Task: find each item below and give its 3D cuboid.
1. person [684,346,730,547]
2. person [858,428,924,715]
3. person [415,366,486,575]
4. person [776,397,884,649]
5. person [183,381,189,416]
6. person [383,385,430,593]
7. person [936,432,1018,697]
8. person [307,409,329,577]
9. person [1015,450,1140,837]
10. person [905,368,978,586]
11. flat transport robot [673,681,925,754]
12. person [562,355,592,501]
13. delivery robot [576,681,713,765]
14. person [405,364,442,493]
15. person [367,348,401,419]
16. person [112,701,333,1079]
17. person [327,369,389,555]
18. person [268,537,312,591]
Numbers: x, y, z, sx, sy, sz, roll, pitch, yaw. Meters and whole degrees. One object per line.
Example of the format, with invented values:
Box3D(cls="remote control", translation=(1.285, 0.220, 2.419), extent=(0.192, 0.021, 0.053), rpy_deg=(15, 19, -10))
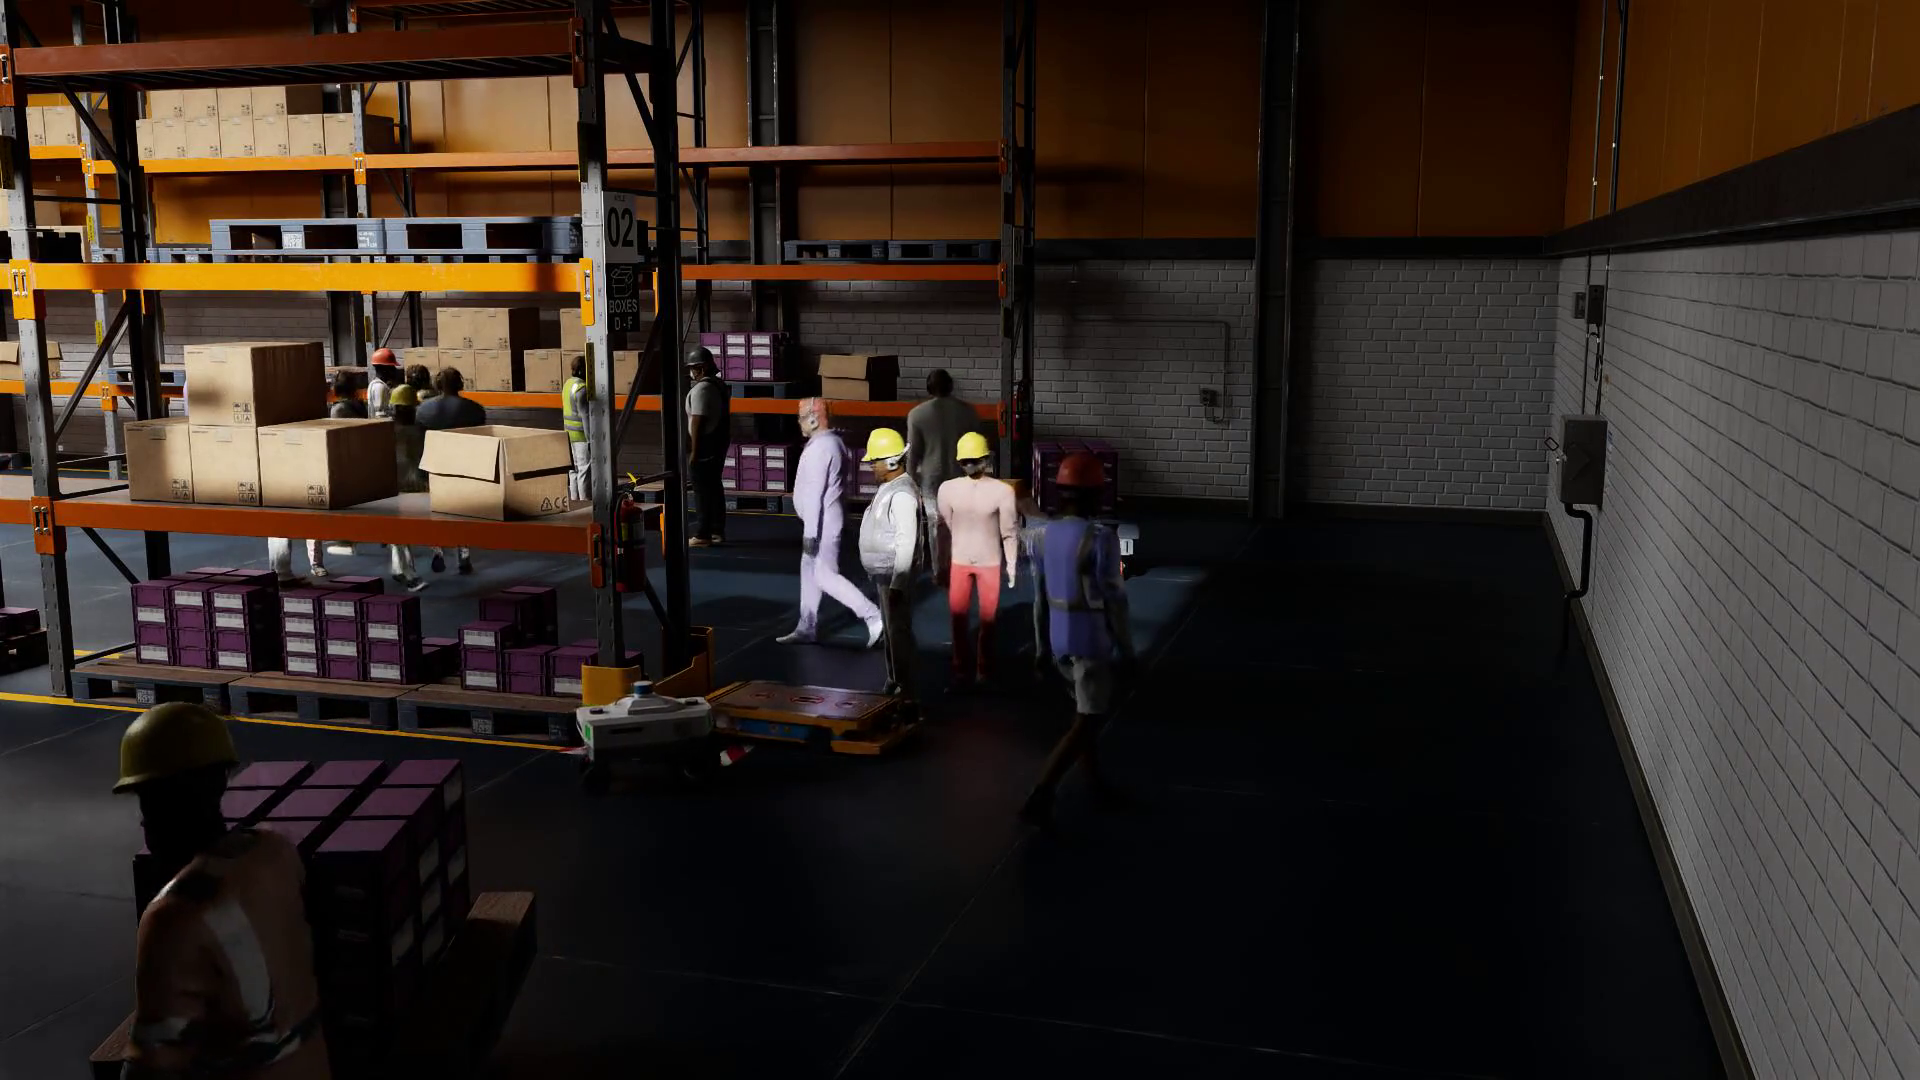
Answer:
Box3D(cls="person", translation=(-2.598, -0.956, 16.806), extent=(0.535, 2.000, 0.687), rpy_deg=(2, 10, 12))
Box3D(cls="person", translation=(-0.429, 0.208, 10.372), extent=(0.403, 1.822, 0.588), rpy_deg=(-2, 9, -10))
Box3D(cls="person", translation=(-4.598, -0.611, 15.054), extent=(0.638, 1.923, 0.548), rpy_deg=(-1, 9, -6))
Box3D(cls="person", translation=(-0.933, -0.119, 12.200), extent=(0.841, 1.878, 0.648), rpy_deg=(1, 9, 7))
Box3D(cls="person", translation=(-8.063, -1.063, 17.769), extent=(0.372, 1.940, 0.631), rpy_deg=(-6, 11, -32))
Box3D(cls="person", translation=(-4.773, -0.445, 14.440), extent=(0.862, 1.790, 0.617), rpy_deg=(7, 12, 38))
Box3D(cls="person", translation=(0.108, 0.162, 10.895), extent=(0.540, 1.746, 0.462), rpy_deg=(2, 9, 11))
Box3D(cls="person", translation=(-5.996, -0.642, 15.030), extent=(0.608, 1.995, 0.377), rpy_deg=(-5, 11, -28))
Box3D(cls="person", translation=(0.581, 0.506, 8.309), extent=(0.897, 1.909, 0.559), rpy_deg=(-7, 11, -35))
Box3D(cls="person", translation=(-0.166, -0.558, 14.744), extent=(0.656, 1.919, 0.465), rpy_deg=(-2, 10, -14))
Box3D(cls="flat transport robot", translation=(-0.992, 1.045, 9.986), extent=(1.431, 0.197, 0.652), rpy_deg=(4, 10, 22))
Box3D(cls="person", translation=(-4.158, -1.122, 18.423), extent=(0.429, 1.844, 0.627), rpy_deg=(-6, 11, -31))
Box3D(cls="delivery robot", translation=(-1.718, 1.011, 9.049), extent=(0.707, 0.478, 0.477), rpy_deg=(-3, 10, -20))
Box3D(cls="person", translation=(-5.466, -0.881, 16.980), extent=(0.450, 1.828, 0.646), rpy_deg=(0, 9, 3))
Box3D(cls="person", translation=(-6.226, -1.111, 18.066), extent=(0.375, 1.935, 0.551), rpy_deg=(-4, 10, -22))
Box3D(cls="person", translation=(-1.606, 1.296, 3.646), extent=(0.954, 1.854, 0.715), rpy_deg=(-1, 9, -7))
Box3D(cls="person", translation=(-5.899, -0.750, 16.193), extent=(0.614, 1.829, 0.522), rpy_deg=(3, 10, 16))
Box3D(cls="person", translation=(-5.902, -0.497, 14.484), extent=(0.337, 1.882, 0.585), rpy_deg=(-5, 11, -30))
